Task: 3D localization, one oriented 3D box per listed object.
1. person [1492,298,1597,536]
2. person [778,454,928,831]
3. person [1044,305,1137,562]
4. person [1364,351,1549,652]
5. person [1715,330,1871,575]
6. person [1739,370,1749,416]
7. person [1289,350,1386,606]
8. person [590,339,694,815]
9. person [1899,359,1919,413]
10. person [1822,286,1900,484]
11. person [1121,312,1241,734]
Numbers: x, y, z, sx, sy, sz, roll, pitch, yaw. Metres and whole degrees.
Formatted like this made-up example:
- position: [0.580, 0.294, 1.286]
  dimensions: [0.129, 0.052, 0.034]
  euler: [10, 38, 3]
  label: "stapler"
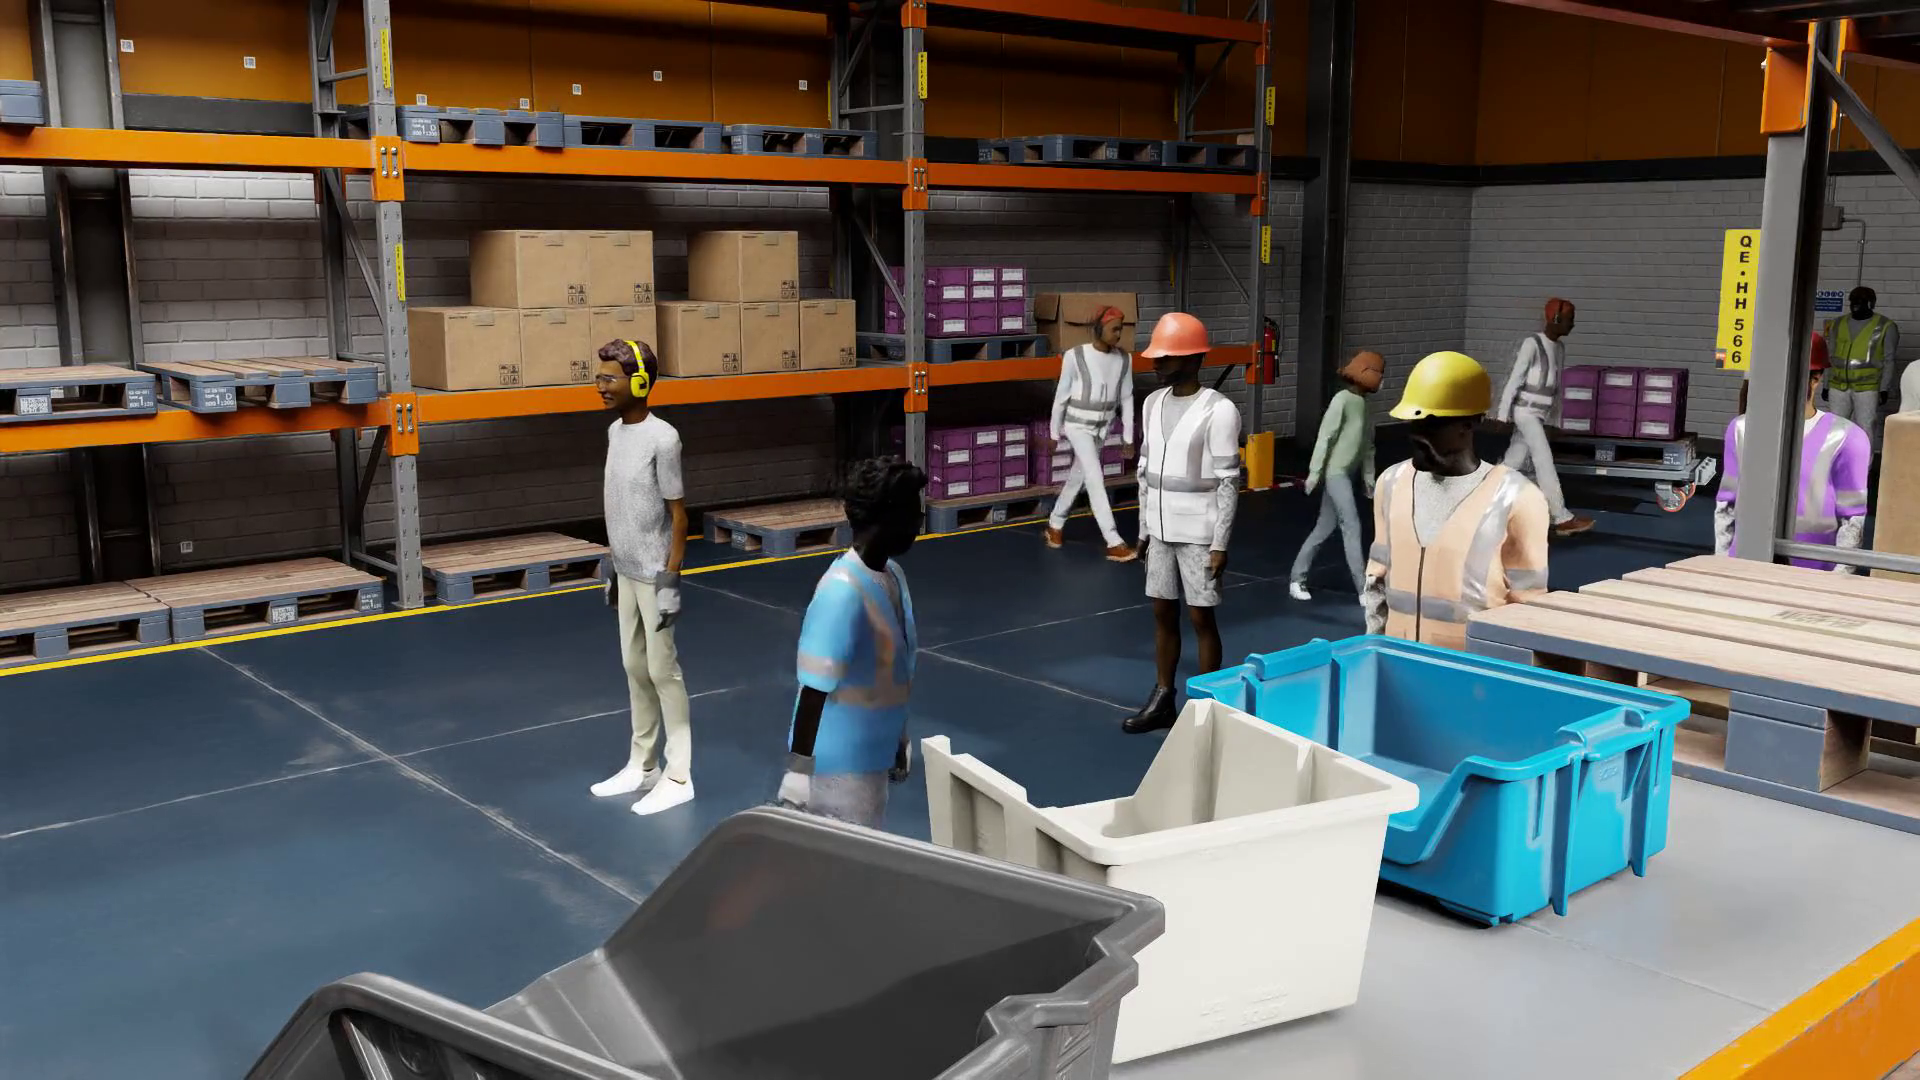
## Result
- position: [4.422, -0.948, 12.838]
  dimensions: [0.975, 1.813, 0.638]
  euler: [8, 13, 40]
  label: "person"
- position: [-0.296, 0.589, 4.612]
  dimensions: [0.408, 1.662, 0.553]
  euler: [2, 10, 12]
  label: "person"
- position: [0.928, -0.781, 11.953]
  dimensions: [0.583, 1.811, 1.063]
  euler: [-7, 12, -35]
  label: "person"
- position: [1.444, 0.400, 4.978]
  dimensions: [0.383, 1.923, 0.590]
  euler: [-8, 13, -38]
  label: "person"
- position: [3.149, 0.139, 6.399]
  dimensions: [0.379, 1.937, 0.548]
  euler: [-8, 13, -38]
  label: "person"
- position: [5.729, -0.781, 11.747]
  dimensions: [0.327, 1.871, 0.514]
  euler: [-8, 13, -38]
  label: "person"
- position: [2.378, -0.385, 10.322]
  dimensions: [0.729, 1.577, 0.526]
  euler: [6, 12, 31]
  label: "person"
- position: [-1.259, 0.145, 6.560]
  dimensions: [0.327, 1.871, 0.514]
  euler: [-8, 13, -38]
  label: "person"
- position: [5.273, -0.295, 8.839]
  dimensions: [0.371, 1.936, 0.629]
  euler: [-8, 13, -38]
  label: "person"
- position: [8.292, -1.420, 15.405]
  dimensions: [0.430, 1.843, 0.625]
  euler: [-8, 13, -38]
  label: "person"
- position: [0.982, -0.041, 7.418]
  dimensions: [0.376, 1.934, 0.548]
  euler: [-8, 13, -38]
  label: "person"
